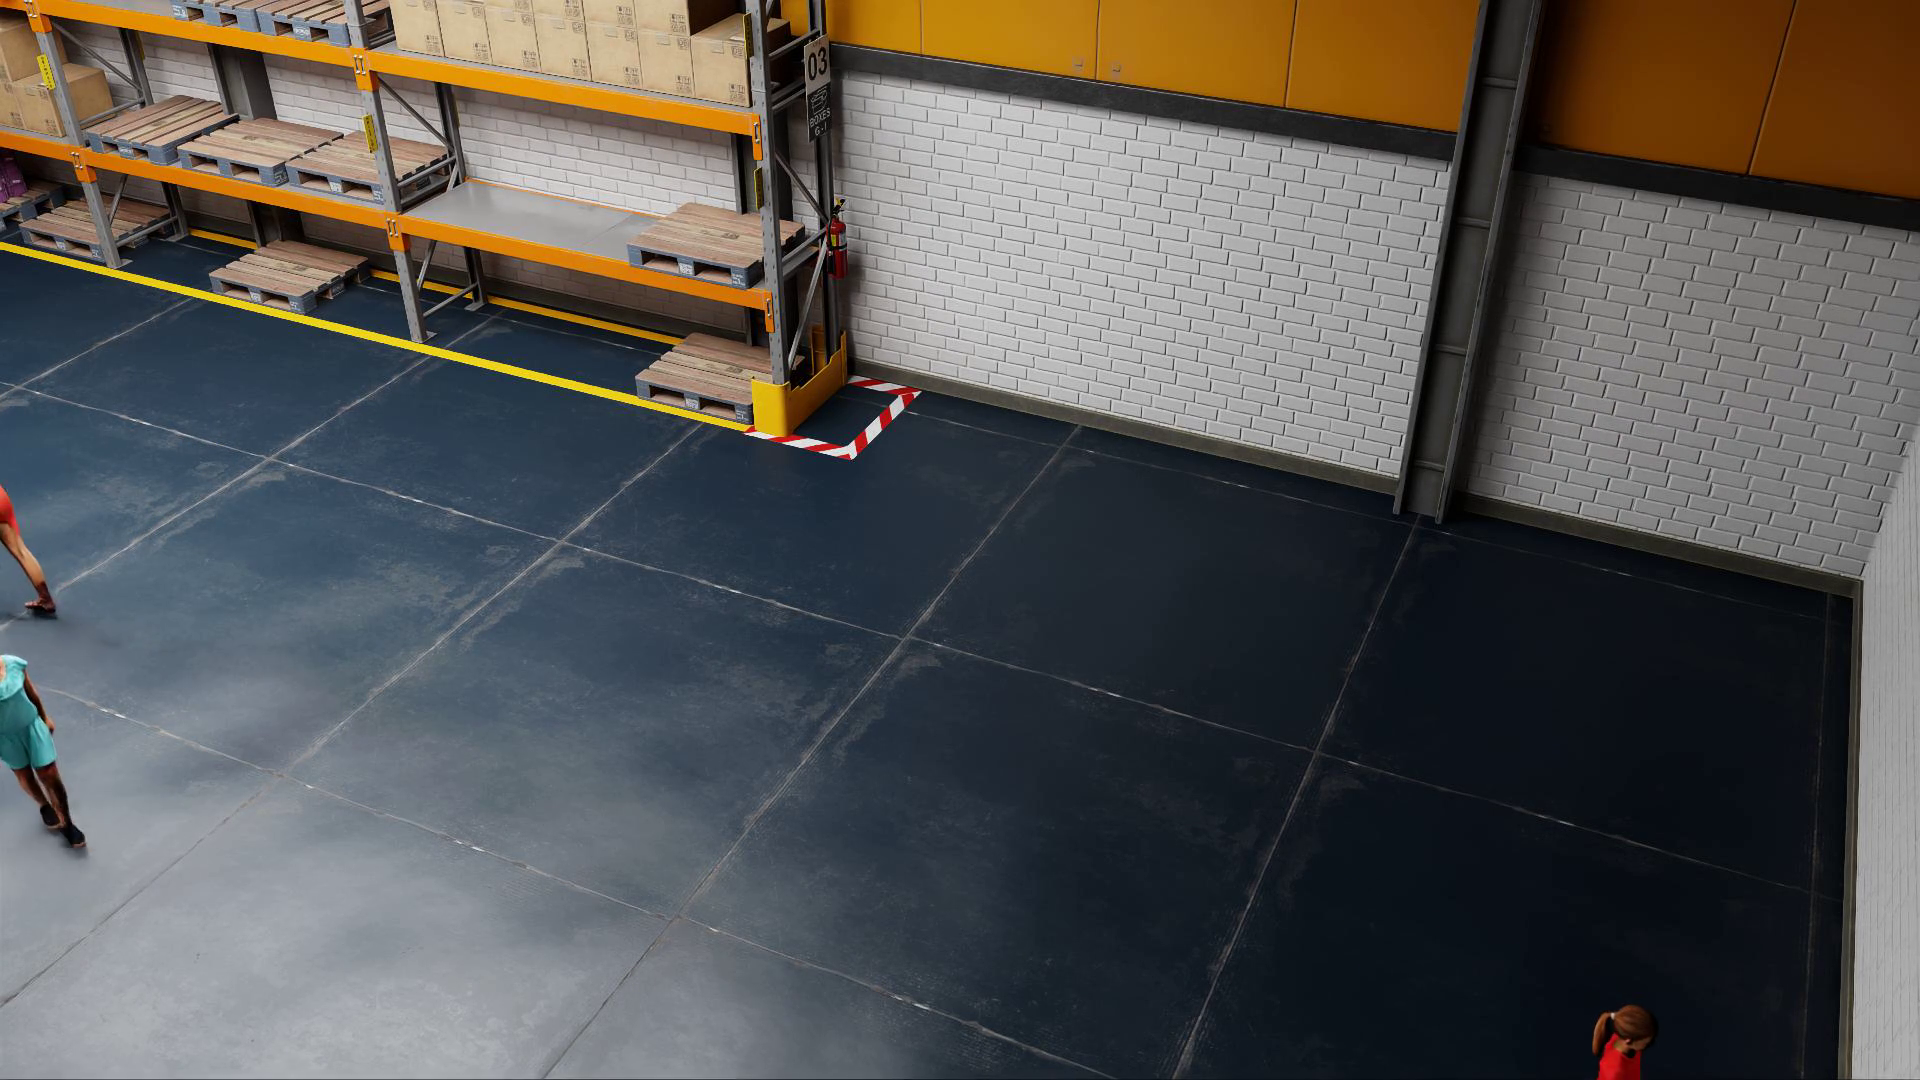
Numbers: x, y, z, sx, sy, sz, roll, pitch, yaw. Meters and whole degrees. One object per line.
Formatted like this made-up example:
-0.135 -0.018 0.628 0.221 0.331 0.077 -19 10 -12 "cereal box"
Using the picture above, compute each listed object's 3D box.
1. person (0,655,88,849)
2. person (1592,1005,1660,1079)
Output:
-5.660 1.113 9.936 0.766 1.542 0.896 -23 40 -30 "person"
3.012 2.647 7.842 0.597 1.306 0.532 22 39 29 "person"
